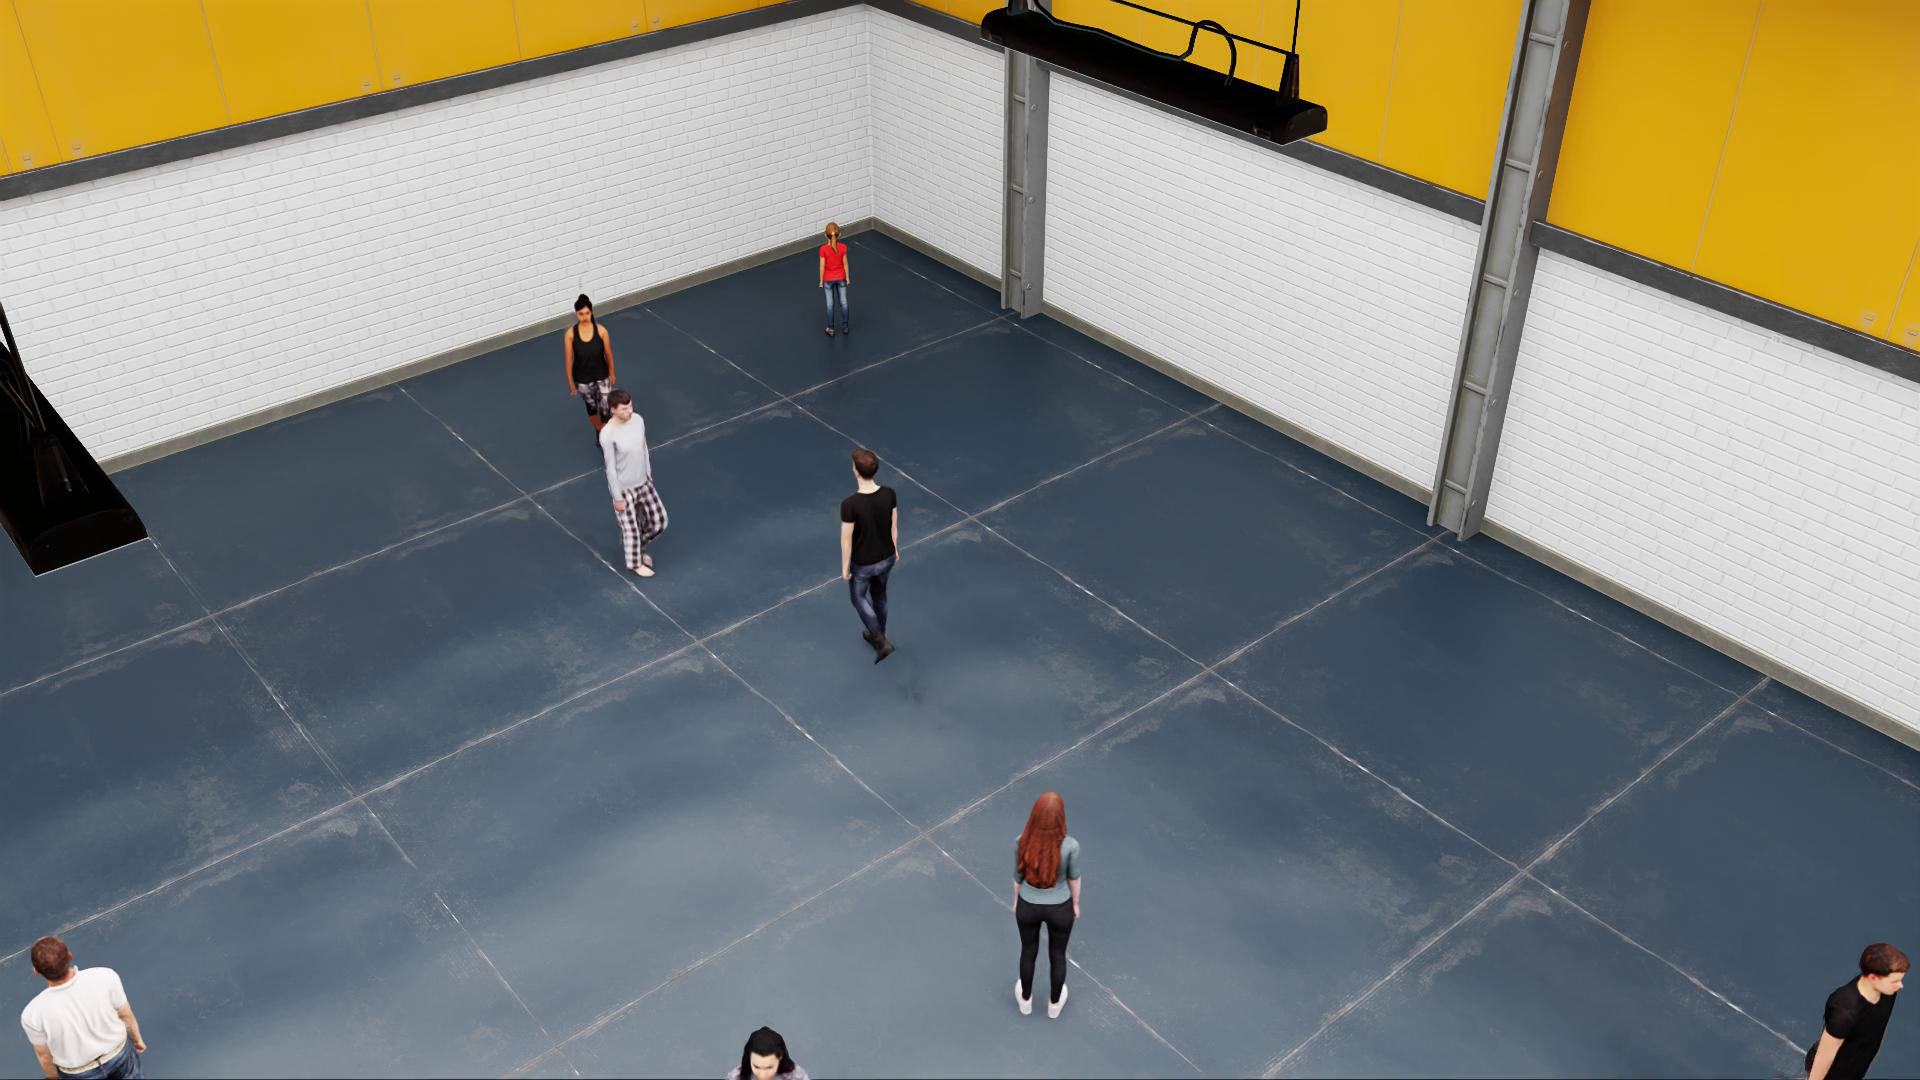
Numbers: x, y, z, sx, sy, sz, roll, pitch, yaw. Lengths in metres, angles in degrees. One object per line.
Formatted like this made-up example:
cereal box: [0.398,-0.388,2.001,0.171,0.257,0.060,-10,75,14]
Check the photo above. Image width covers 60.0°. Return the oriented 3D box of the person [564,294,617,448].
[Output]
person: [-3.582,-1.631,16.172,0.882,1.641,1.055,-7,34,-10]

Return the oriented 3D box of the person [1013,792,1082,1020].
person: [0.521,2.255,10.236,0.639,1.740,0.714,6,34,9]

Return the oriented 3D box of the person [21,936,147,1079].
person: [-4.751,2.899,9.168,0.653,1.850,0.553,-26,42,-34]

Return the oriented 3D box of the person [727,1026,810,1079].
person: [-0.983,3.152,8.930,1.056,1.693,1.187,-2,34,-3]

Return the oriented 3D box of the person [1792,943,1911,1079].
person: [4.807,2.865,9.233,0.708,1.835,1.143,-23,40,-31]

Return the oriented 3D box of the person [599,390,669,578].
person: [-2.897,-0.510,14.306,0.717,1.839,0.717,23,40,30]

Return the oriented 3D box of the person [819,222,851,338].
person: [-1.385,-2.879,18.349,0.559,1.309,0.582,-9,35,-13]

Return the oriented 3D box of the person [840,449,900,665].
person: [-0.652,0.187,13.218,0.769,1.883,0.942,-18,37,-24]
